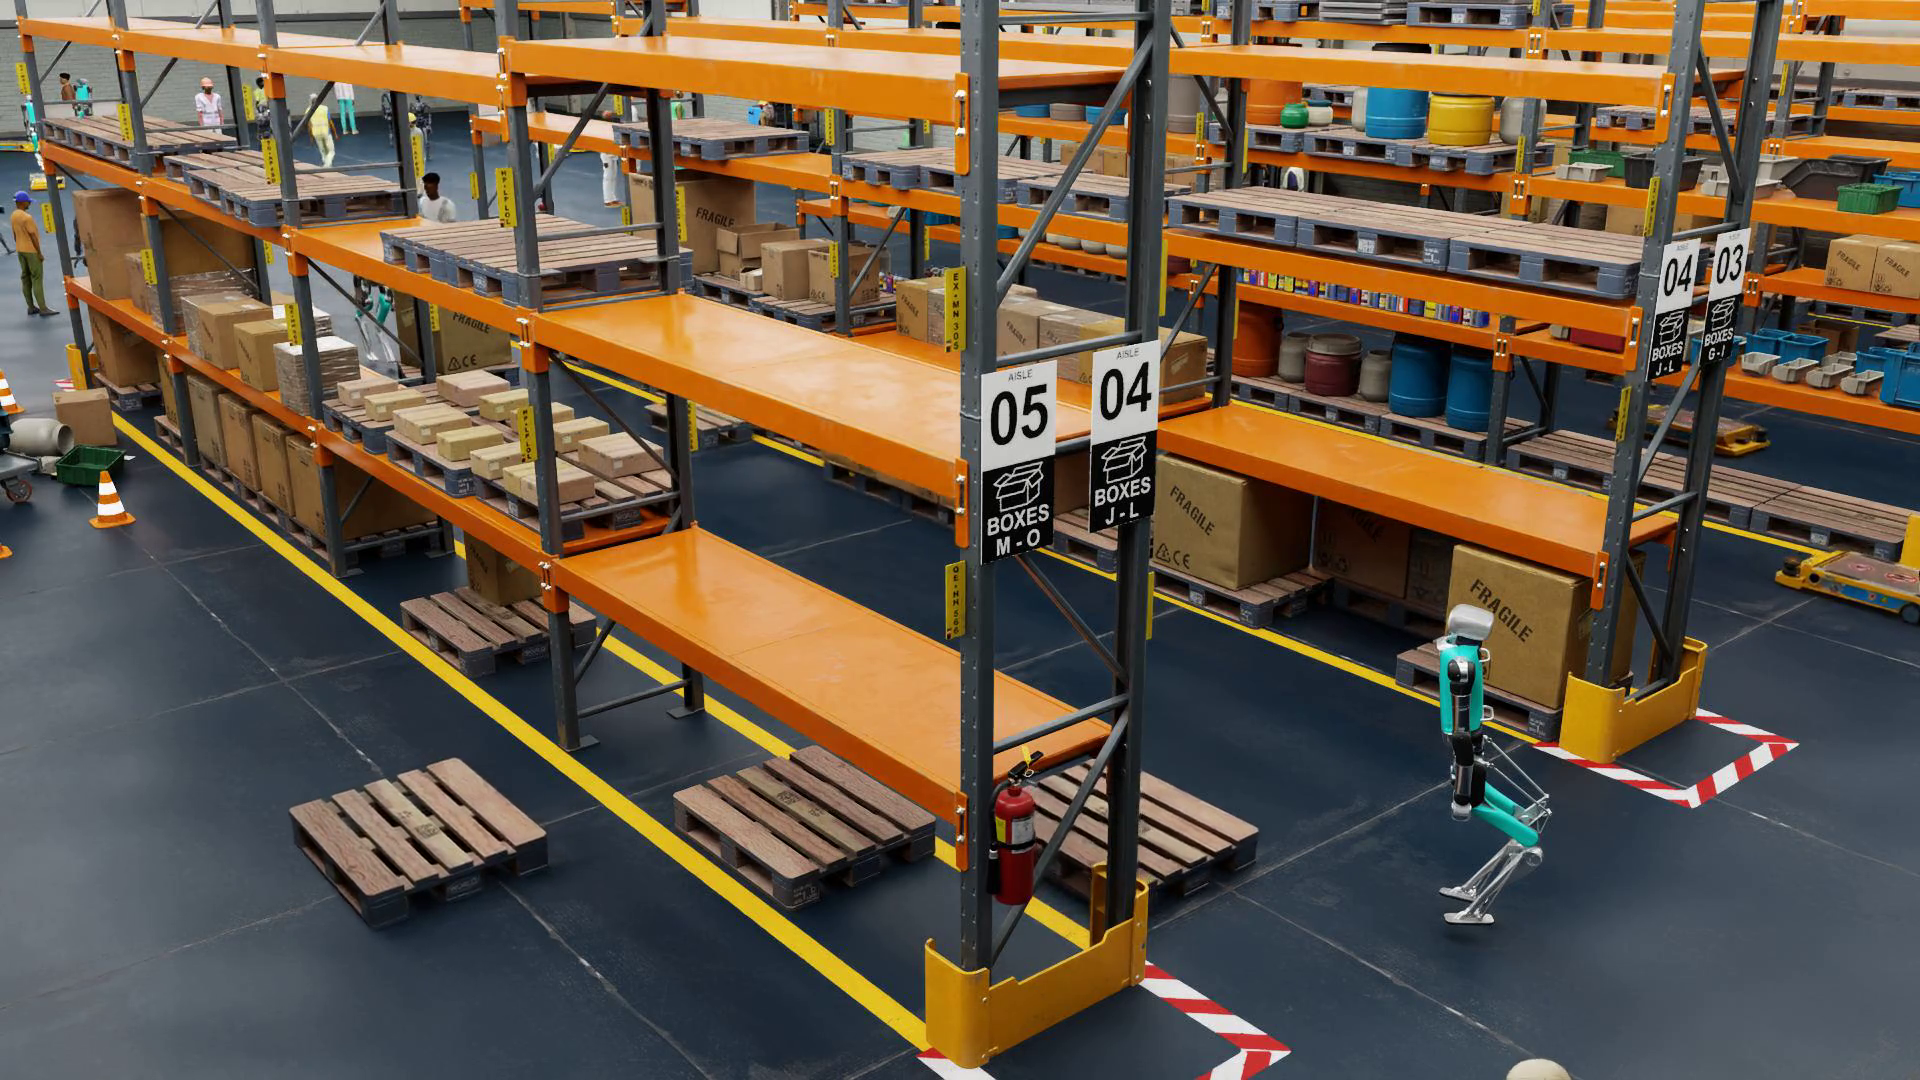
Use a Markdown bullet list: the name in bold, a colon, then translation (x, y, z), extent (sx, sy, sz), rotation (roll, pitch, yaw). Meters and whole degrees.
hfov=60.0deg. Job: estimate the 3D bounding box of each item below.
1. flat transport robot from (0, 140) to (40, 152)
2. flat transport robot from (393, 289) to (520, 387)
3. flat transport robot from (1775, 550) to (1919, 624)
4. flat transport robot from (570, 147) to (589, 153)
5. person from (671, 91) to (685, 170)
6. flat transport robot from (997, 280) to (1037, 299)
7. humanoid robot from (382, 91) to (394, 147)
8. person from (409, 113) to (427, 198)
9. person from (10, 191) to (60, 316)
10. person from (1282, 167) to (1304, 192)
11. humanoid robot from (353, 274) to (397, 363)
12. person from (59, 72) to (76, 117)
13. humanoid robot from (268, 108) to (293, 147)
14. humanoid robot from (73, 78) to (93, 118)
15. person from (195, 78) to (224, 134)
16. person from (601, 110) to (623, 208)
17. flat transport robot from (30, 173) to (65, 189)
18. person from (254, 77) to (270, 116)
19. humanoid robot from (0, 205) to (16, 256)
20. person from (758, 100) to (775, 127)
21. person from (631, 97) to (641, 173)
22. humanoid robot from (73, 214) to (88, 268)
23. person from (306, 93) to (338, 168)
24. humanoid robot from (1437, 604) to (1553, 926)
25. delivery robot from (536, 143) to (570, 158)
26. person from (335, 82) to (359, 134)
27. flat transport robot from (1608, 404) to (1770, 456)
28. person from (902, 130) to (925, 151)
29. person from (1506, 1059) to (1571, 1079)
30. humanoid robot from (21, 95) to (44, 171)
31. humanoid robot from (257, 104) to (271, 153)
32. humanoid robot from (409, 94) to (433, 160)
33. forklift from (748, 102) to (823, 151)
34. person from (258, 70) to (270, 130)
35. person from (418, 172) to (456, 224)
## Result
- **flat transport robot**: translation (-24.299, -10.101, 42.683), extent (1.431, 0.231, 0.659), rotation (2, 19, 7)
- **flat transport robot**: translation (-5.655, -1.706, 18.791), extent (0.659, 0.231, 1.431), rotation (-8, 21, -23)
- **flat transport robot**: translation (7.178, 0.375, 12.869), extent (0.659, 0.231, 1.431), rotation (-15, 24, -36)
- **flat transport robot**: translation (-9.616, -10.115, 42.724), extent (0.659, 0.231, 1.431), rotation (11, 22, 28)
- **person**: translation (-6.464, -9.417, 38.164), extent (0.383, 1.977, 0.488), rotation (-8, 21, -23)
- **flat transport robot**: translation (0.220, -2.498, 21.046), extent (0.659, 0.231, 1.431), rotation (-15, 24, -37)
- **humanoid robot**: translation (-14.774, -11.064, 43.318), extent (0.612, 1.649, 0.411), rotation (2, 19, 4)
- **person**: translation (-11.111, -7.842, 34.023), extent (0.551, 1.745, 0.409), rotation (15, 25, 37)
- **person**: translation (-12.873, -3.973, 23.067), extent (0.442, 1.713, 0.367), rotation (10, 22, 26)
- **person**: translation (5.421, -5.469, 27.121), extent (0.393, 1.846, 0.562), rotation (6, 20, 17)
- **humanoid robot**: translation (-7.131, -2.960, 20.151), extent (0.535, 1.729, 0.966), rotation (-15, 24, -36)
- **person**: translation (-23.603, -11.456, 44.146), extent (0.397, 1.855, 0.779), rotation (-11, 22, -28)
- **humanoid robot**: translation (-15.136, -8.844, 36.865), extent (0.716, 1.773, 0.531), rotation (12, 23, 32)
- **humanoid robot**: translation (-22.934, -11.083, 43.310), extent (0.585, 1.798, 0.710), rotation (5, 20, 15)
- **person**: translation (-17.786, -9.935, 39.538), extent (0.375, 2.045, 0.604), rotation (16, 25, 39)
- **person**: translation (-6.951, -7.566, 33.034), extent (0.337, 1.882, 0.583), rotation (4, 20, 12)
- **flat transport robot**: translation (-19.841, -7.809, 36.161), extent (0.659, 0.231, 1.431), rotation (-10, 22, -26)
- **person**: translation (-18.779, -11.589, 44.783), extent (0.379, 1.679, 0.582), rotation (-2, 19, -6)
- **humanoid robot**: translation (-16.110, -5.554, 27.667), extent (0.744, 1.633, 0.602), rotation (-2, 19, -4)
- **person**: translation (-4.356, -9.091, 37.552), extent (0.406, 1.761, 0.555), rotation (8, 21, 21)
- **person**: translation (-7.405, -9.100, 37.396), extent (0.378, 1.890, 0.572), rotation (-13, 23, -33)
- **humanoid robot**: translation (-12.031, -3.986, 23.167), extent (0.377, 1.650, 0.612), rotation (17, 26, 40)
- **person**: translation (-14.296, -9.059, 37.317), extent (0.608, 1.861, 0.658), rotation (-3, 20, -9)
- **humanoid robot**: translation (2.690, 1.142, 8.270), extent (0.735, 1.677, 0.533), rotation (5, 20, 14)
- **delivery robot**: translation (-10.078, -9.698, 41.129), extent (0.814, 0.611, 0.499), rotation (-15, 24, -36)
- **person**: translation (-17.240, -12.362, 46.640), extent (0.500, 1.914, 0.372), rotation (0, 19, -1)
- **flat transport robot**: translation (7.535, -1.151, 17.213), extent (0.659, 0.231, 1.431), rotation (-14, 24, -34)
- **person**: translation (-0.918, -7.573, 33.284), extent (0.496, 1.727, 0.335), rotation (7, 21, 20)
- **person**: translation (1.615, 2.338, 4.985), extent (0.396, 1.799, 0.619), rotation (-11, 22, -28)
- **humanoid robot**: translation (-21.540, -9.502, 38.835), extent (0.530, 1.774, 1.010), rotation (-12, 23, -31)
- **humanoid robot**: translation (-15.533, -8.928, 37.278), extent (0.598, 1.646, 0.638), rotation (14, 24, 34)
- **humanoid robot**: translation (-13.147, -10.085, 40.525), extent (0.588, 1.640, 0.567), rotation (-1, 19, -2)
- **forklift**: translation (-4.526, -11.368, 42.374), extent (1.129, 2.768, 1.873), rotation (-15, 24, -37)
- **person**: translation (-19.861, -12.709, 47.680), extent (0.401, 1.878, 0.497), rotation (8, 21, 23)
- **person**: translation (-7.269, -4.120, 23.116), extent (0.629, 1.954, 0.435), rotation (8, 21, 22)
